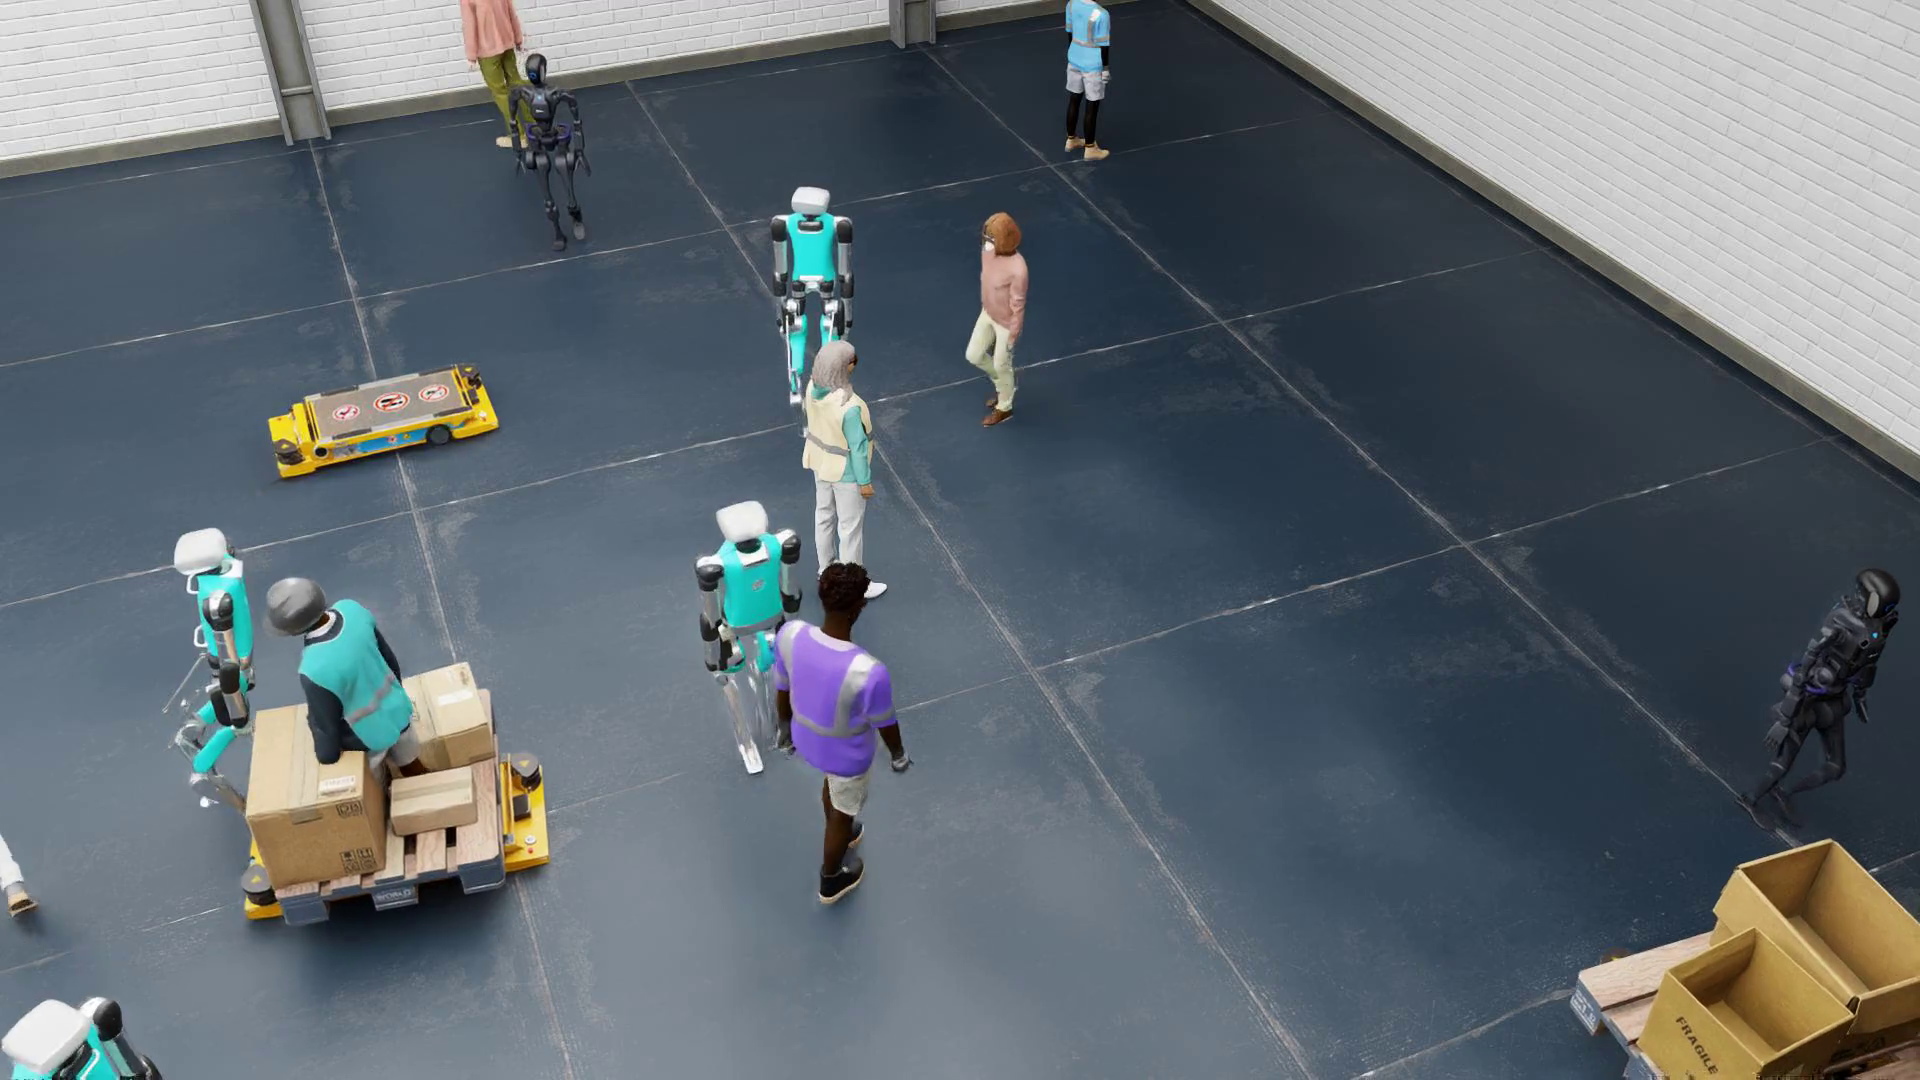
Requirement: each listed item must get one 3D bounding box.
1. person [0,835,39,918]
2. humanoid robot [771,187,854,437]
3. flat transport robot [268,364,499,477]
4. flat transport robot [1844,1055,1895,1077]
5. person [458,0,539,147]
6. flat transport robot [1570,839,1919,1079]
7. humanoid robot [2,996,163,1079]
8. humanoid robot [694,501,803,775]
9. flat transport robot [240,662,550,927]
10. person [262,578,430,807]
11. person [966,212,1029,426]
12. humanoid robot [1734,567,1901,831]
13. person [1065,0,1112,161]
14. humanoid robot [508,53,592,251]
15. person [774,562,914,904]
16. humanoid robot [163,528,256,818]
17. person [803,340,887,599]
[{"bbox_3d":[-4.790,1.055,7.591,0.735,1.868,0.581,29,46,32],"label":"person"},{"bbox_3d":[-0.959,-1.341,10.812,0.541,1.764,0.799,1,38,1],"label":"humanoid robot"},{"bbox_3d":[-3.940,-0.828,11.351,1.431,0.231,0.659,-15,40,-19],"label":"flat transport robot"},{"bbox_3d":[4.472,2.528,6.983,1.431,0.231,0.659,31,47,34],"label":"flat transport robot"},{"bbox_3d":[-4.075,-4.319,14.640,0.352,1.806,0.602,22,43,26],"label":"person"},{"bbox_3d":[3.439,2.331,7.239,0.659,0.231,1.431,-12,39,-15],"label":"flat transport robot"},{"bbox_3d":[-2.871,2.349,6.044,0.677,1.834,0.548,10,39,13],"label":"humanoid robot"},{"bbox_3d":[-1.127,0.469,8.498,0.539,1.830,0.725,-19,41,-23],"label":"humanoid robot"},{"bbox_3d":[-2.819,1.470,8.360,1.431,0.231,0.659,-9,38,-11],"label":"flat transport robot"},{"bbox_3d":[-2.760,0.857,7.831,0.488,1.892,0.664,7,38,9],"label":"person"},{"bbox_3d":[0.249,-1.445,11.037,0.348,1.614,0.515,-21,42,-25],"label":"person"},{"bbox_3d":[4.187,0.785,8.096,0.598,1.640,0.397,-16,40,-19],"label":"humanoid robot"},{"bbox_3d":[1.126,-4.158,14.510,0.316,1.700,0.539,-24,43,-28],"label":"person"},{"bbox_3d":[-3.235,-3.083,13.133,0.608,1.633,0.430,-2,38,-3],"label":"humanoid robot"},{"bbox_3d":[-0.503,0.885,7.746,0.618,1.940,0.638,26,44,29],"label":"person"},{"bbox_3d":[-3.733,0.773,8.095,0.800,1.805,0.532,-11,39,-14],"label":"humanoid robot"},{"bbox_3d":[-0.702,-0.388,9.596,0.365,1.708,0.467,-27,45,-31],"label":"person"}]
